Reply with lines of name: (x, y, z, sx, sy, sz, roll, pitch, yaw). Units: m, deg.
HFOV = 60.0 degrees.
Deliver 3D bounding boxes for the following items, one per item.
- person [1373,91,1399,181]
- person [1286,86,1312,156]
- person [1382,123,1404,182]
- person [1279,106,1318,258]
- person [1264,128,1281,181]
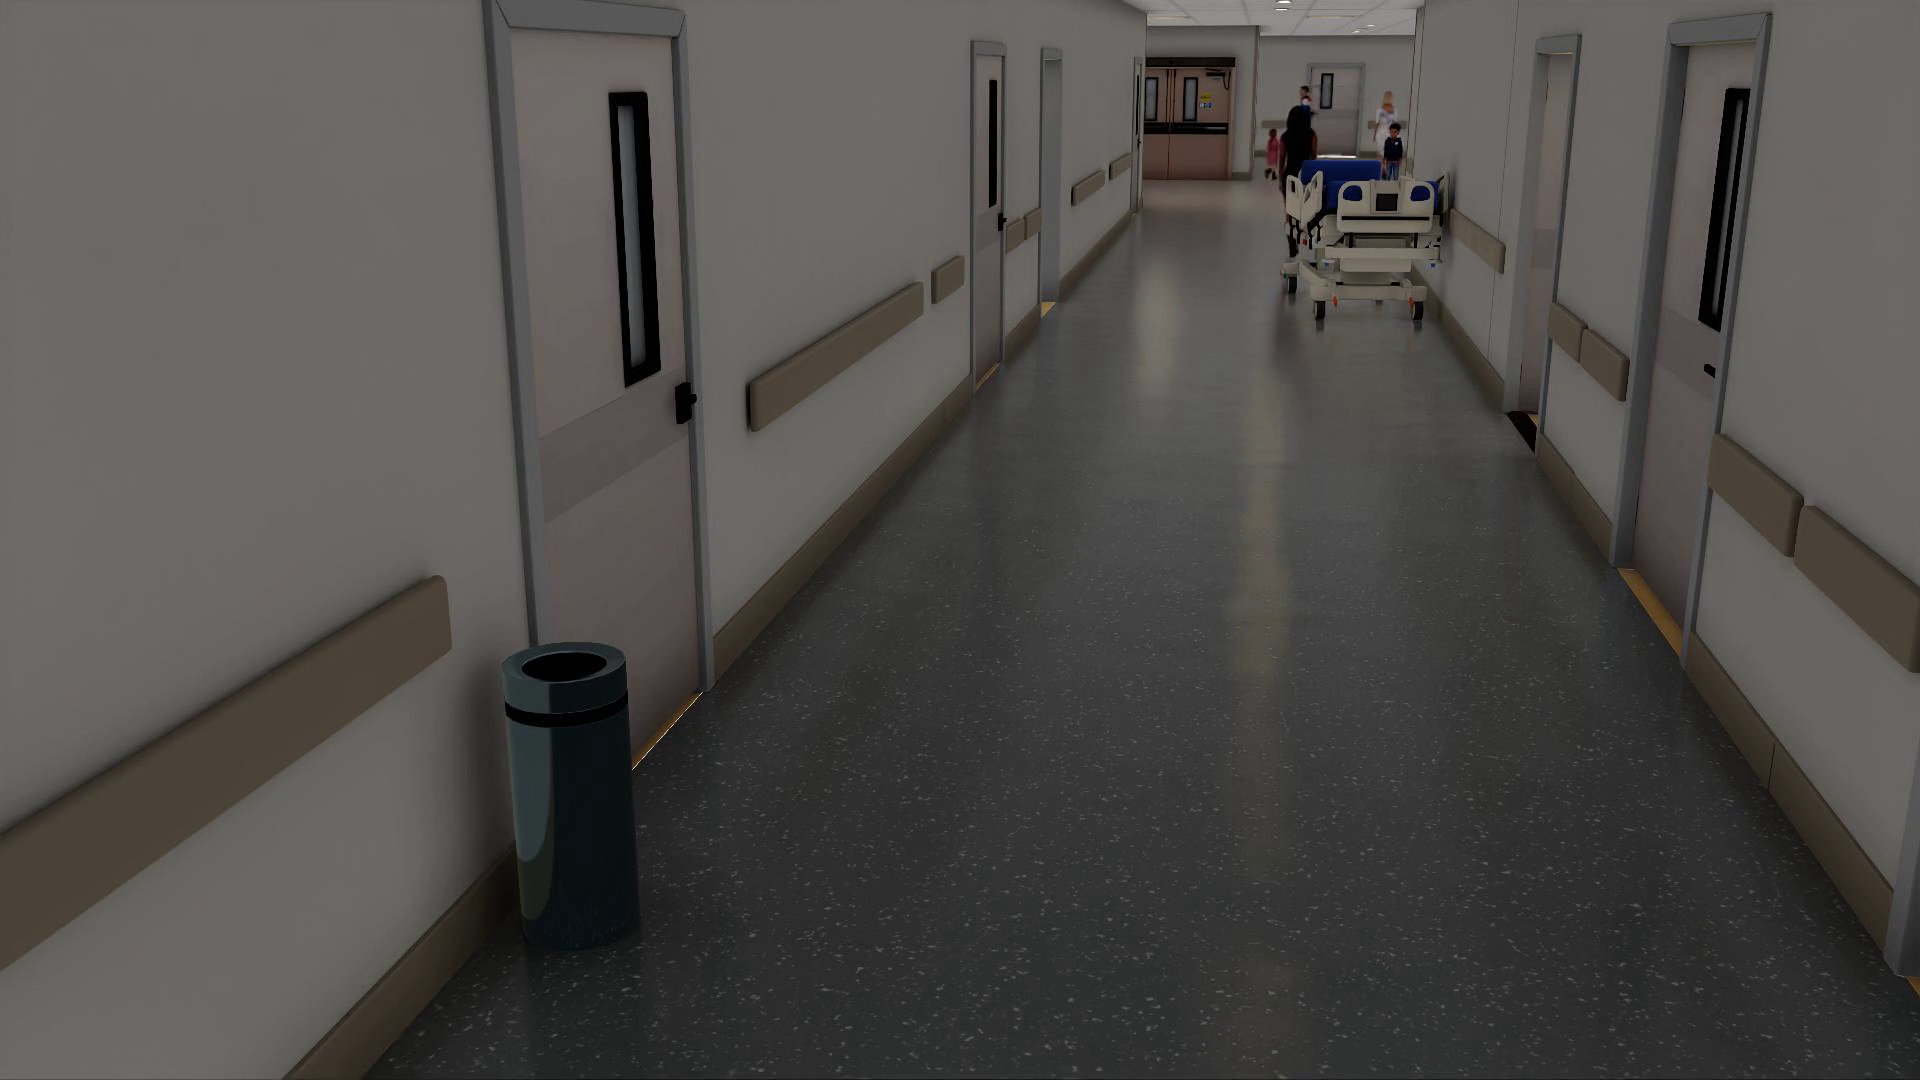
person: (8.386, -7.935, 32.785, 1.033, 1.714, 0.742, 0, 16, 0)
person: (8.765, -10.518, 41.913, 0.973, 1.732, 0.660, 3, 16, 11)
person: (7.809, -6.889, 29.978, 0.538, 1.223, 0.650, 10, 19, 32)
person: (3.872, -4.085, 19.112, 1.008, 1.723, 0.816, 6, 17, 21)
person: (6.238, -7.696, 33.234, 0.657, 1.010, 0.670, 14, 21, 40)
